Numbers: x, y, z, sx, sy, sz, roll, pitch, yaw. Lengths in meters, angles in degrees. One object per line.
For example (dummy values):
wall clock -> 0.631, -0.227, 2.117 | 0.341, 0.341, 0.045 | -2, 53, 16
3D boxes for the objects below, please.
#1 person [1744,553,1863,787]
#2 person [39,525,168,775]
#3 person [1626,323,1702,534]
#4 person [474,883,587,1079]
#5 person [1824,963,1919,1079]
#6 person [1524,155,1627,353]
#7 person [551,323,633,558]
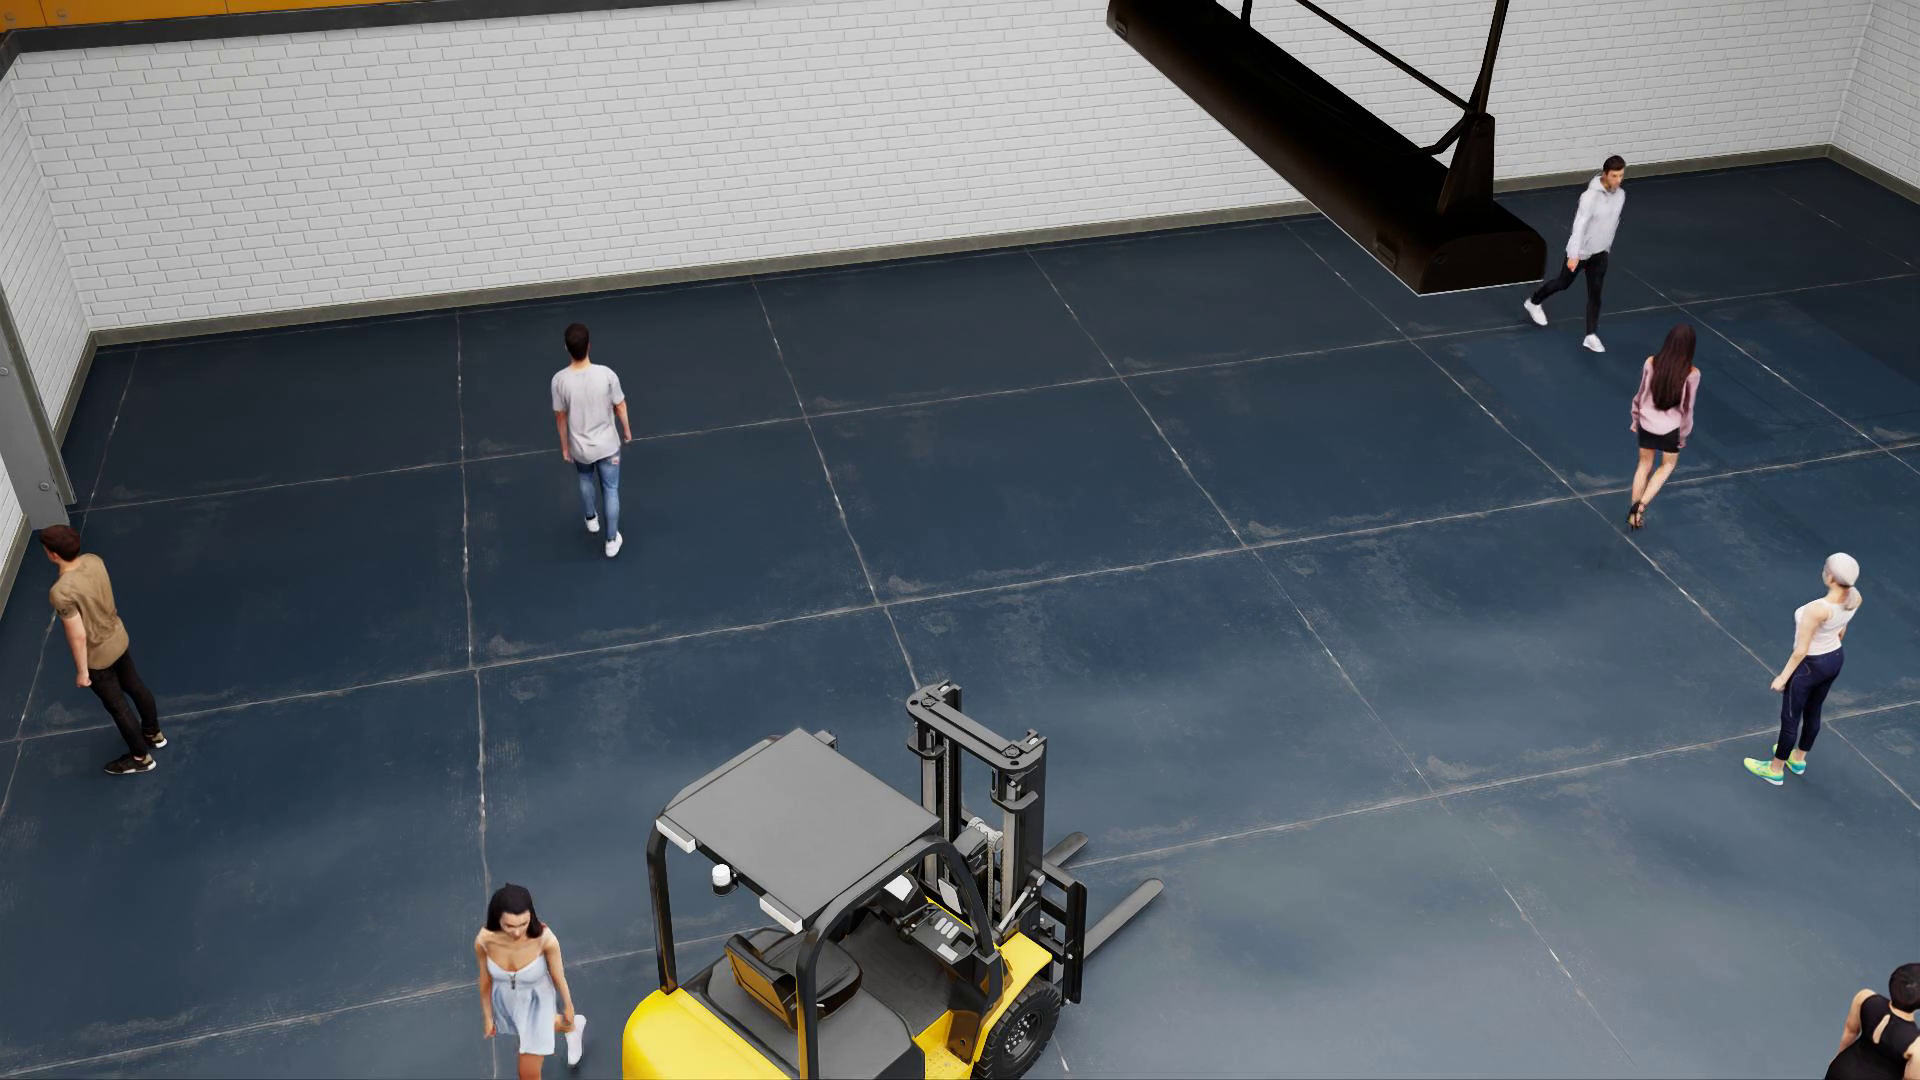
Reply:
person -> 5.417, 0.820, 10.555 | 0.643, 1.706, 0.597 | -16, 37, -22
person -> -5.480, 0.686, 10.625 | 0.790, 1.851, 0.625 | 2, 34, 2
person -> 5.402, -0.810, 12.922 | 0.780, 1.799, 0.853 | 27, 42, 34
person -> -2.142, 2.287, 8.366 | 0.829, 1.685, 1.189 | 3, 34, 4
person -> 4.310, 2.612, 7.954 | 0.660, 1.601, 0.510 | -14, 36, -21
person -> 5.888, -2.796, 15.834 | 0.832, 1.884, 1.292 | -15, 36, -21
person -> -2.804, -0.714, 12.718 | 0.782, 1.866, 0.906 | -1, 34, -2
